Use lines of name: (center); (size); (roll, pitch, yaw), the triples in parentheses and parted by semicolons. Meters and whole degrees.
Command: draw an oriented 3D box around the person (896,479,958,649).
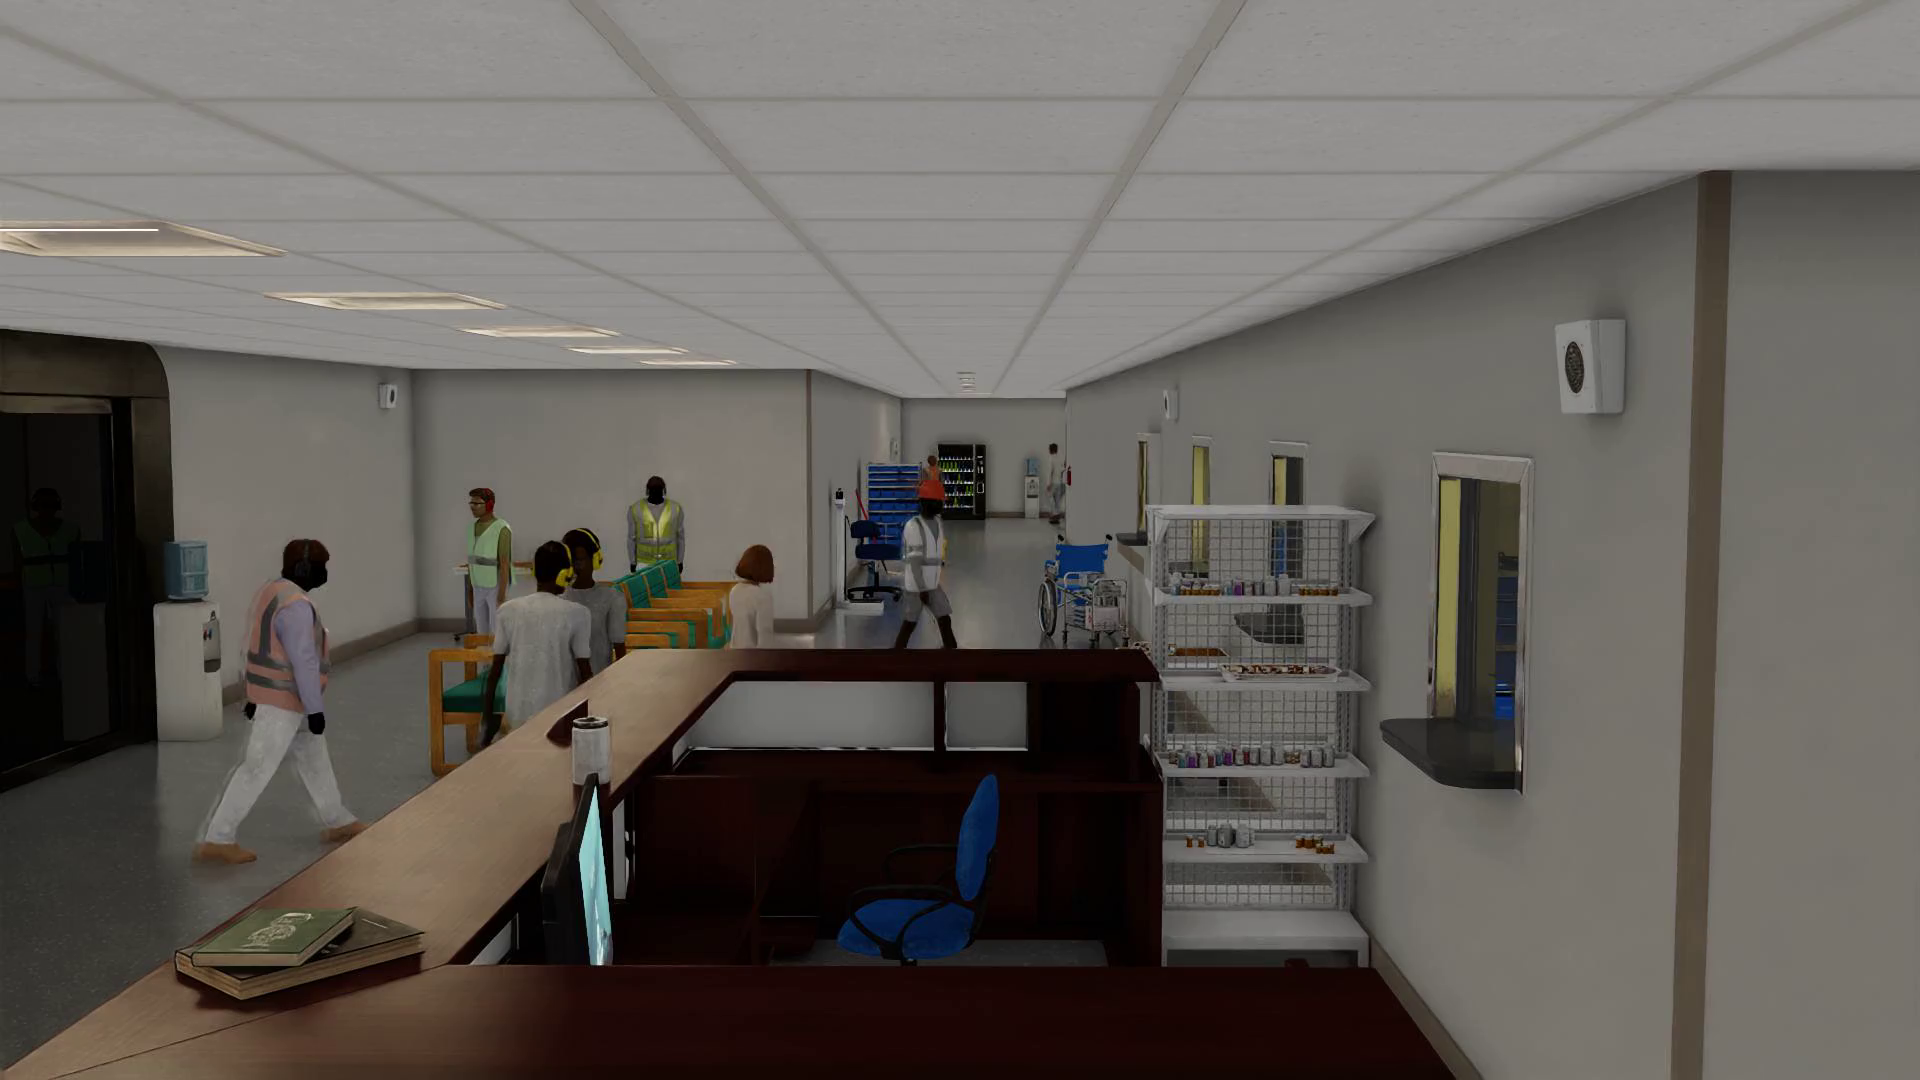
person: (-0.244, 0.404, 15.042); (0.983, 1.886, 0.566); (3, 5, 36)

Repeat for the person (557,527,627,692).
person: (-2.001, 0.865, 8.782); (0.507, 1.865, 0.329); (1, 4, 18)

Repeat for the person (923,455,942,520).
person: (-0.639, -1.123, 38.219); (0.525, 1.639, 0.307); (-2, 5, -29)

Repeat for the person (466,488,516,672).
person: (-4.199, 0.446, 14.882); (0.560, 1.837, 0.390); (3, 5, 37)

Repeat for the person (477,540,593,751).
person: (-2.128, 0.914, 8.446); (0.542, 1.813, 0.960); (1, 4, 8)

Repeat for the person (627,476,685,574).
person: (-3.304, 0.218, 18.110); (0.622, 1.835, 0.431); (-1, 4, -16)

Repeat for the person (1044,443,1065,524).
person: (2.211, -1.317, 39.043); (0.629, 1.928, 0.433); (-4, 6, -42)

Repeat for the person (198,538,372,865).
person: (-3.765, 0.880, 9.247); (0.982, 1.780, 0.658); (-2, 5, -29)
